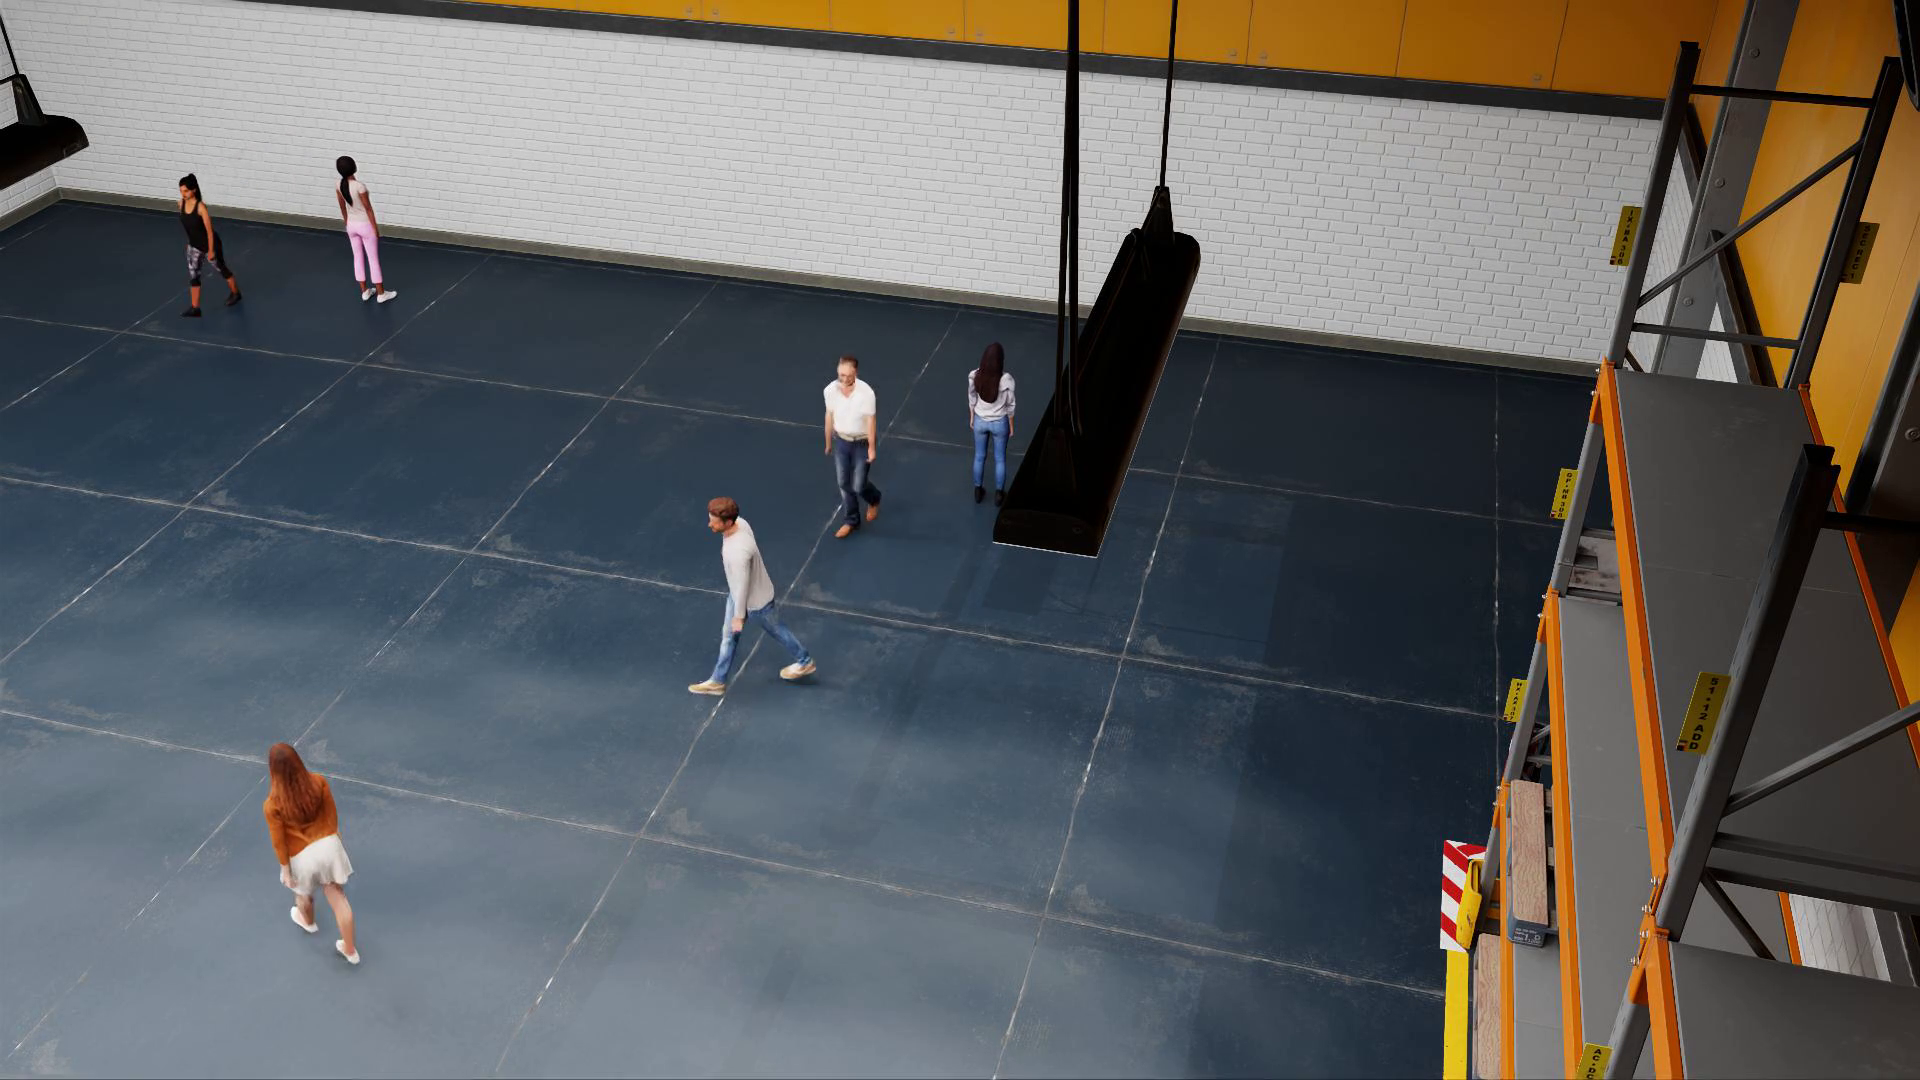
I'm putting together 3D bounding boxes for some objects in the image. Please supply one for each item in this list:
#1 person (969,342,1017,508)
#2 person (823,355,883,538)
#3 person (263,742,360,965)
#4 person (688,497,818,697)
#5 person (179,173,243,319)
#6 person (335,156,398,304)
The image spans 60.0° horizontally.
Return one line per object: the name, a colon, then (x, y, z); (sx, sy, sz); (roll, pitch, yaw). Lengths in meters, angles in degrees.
person: (0.285, -1.068, 15.388); (0.596, 1.629, 0.518); (7, 34, 10)
person: (-0.898, -0.900, 14.951); (0.783, 1.832, 0.871); (16, 37, 23)
person: (-4.097, 2.055, 10.633); (0.991, 1.691, 0.966); (-28, 43, -35)
person: (-1.531, 0.433, 12.958); (1.221, 1.819, 1.286); (-9, 35, -14)
person: (-8.491, -3.361, 18.839); (0.666, 1.627, 1.071); (12, 36, 18)
person: (-6.866, -3.568, 19.048); (0.604, 1.740, 0.547); (13, 36, 19)
